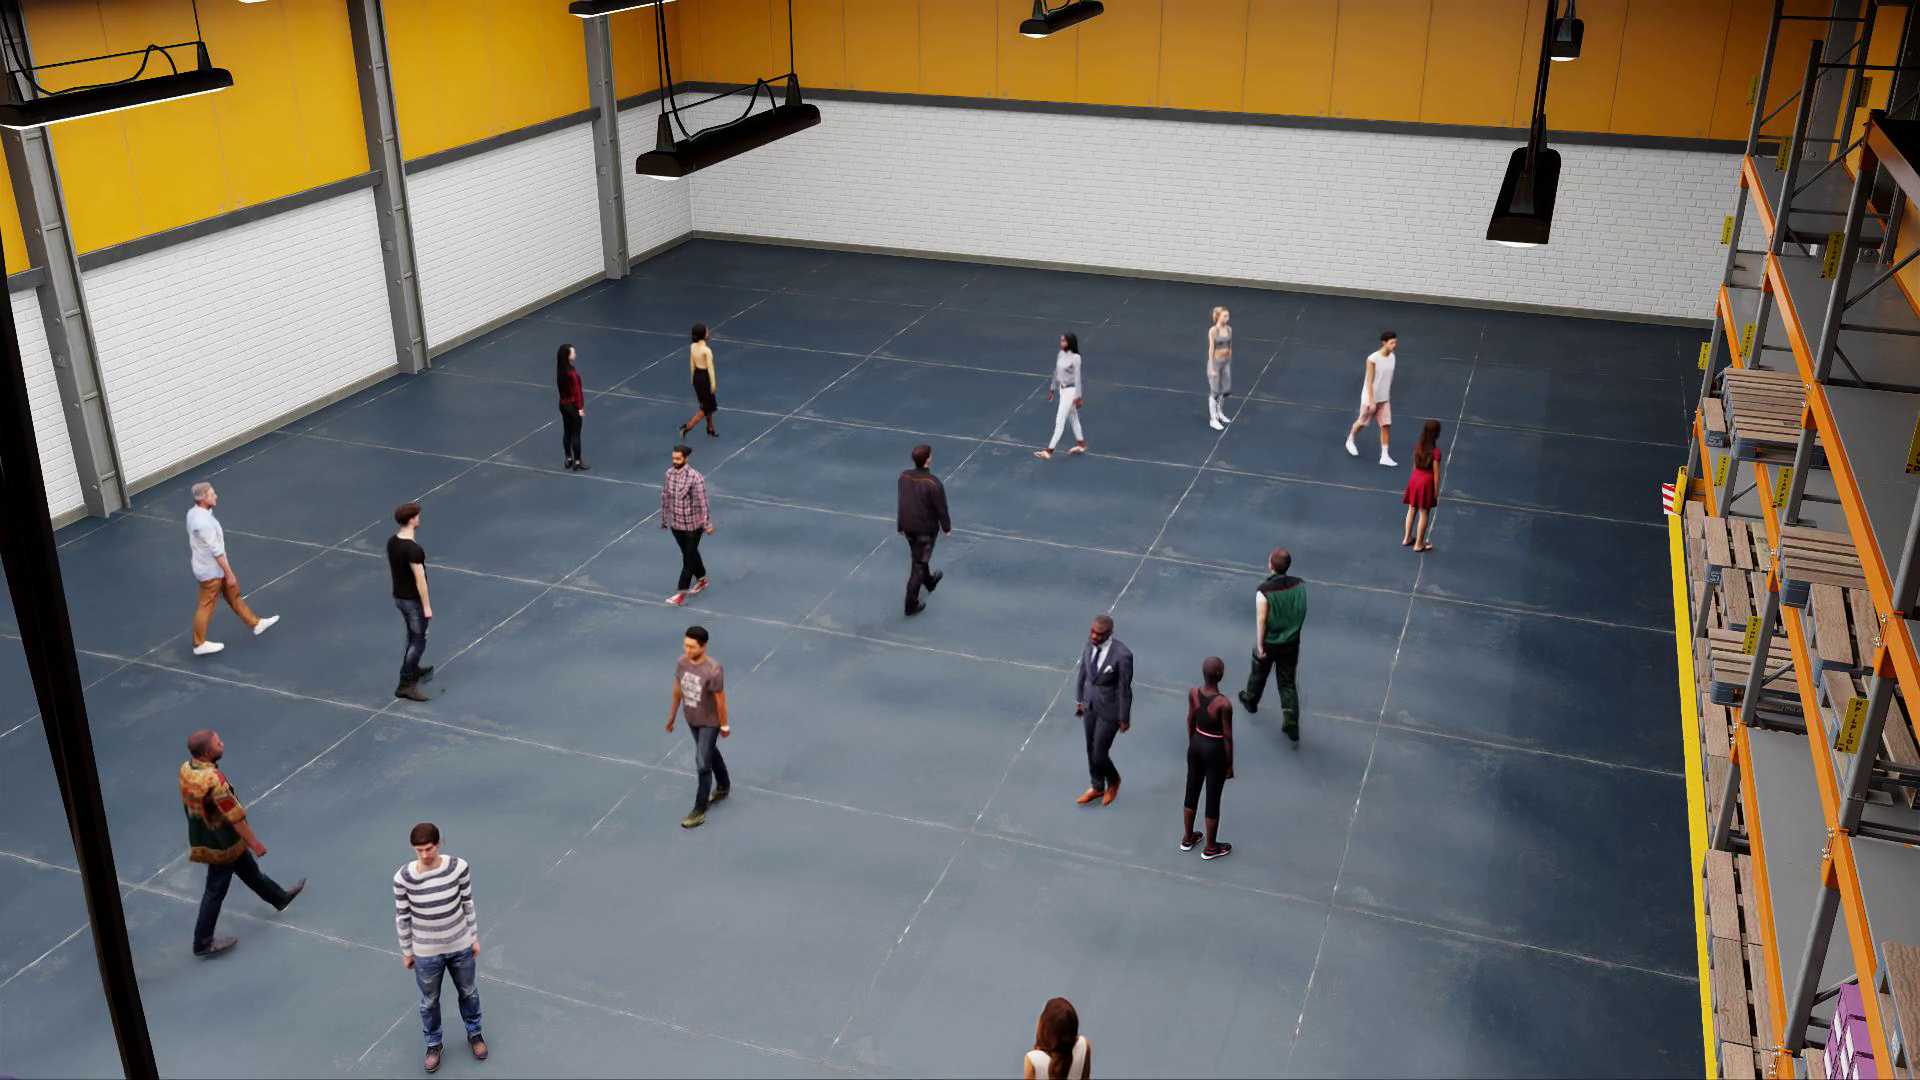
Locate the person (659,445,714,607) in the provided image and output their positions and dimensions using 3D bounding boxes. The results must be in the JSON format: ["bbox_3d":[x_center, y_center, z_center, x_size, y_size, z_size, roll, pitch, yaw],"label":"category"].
[{"bbox_3d":[-2.878,-0.210,17.843,0.885,1.739,1.105,15,28,31],"label":"person"}]

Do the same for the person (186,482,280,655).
[{"bbox_3d":[-7.559,0.319,16.576,1.221,1.785,1.102,-14,27,-30],"label":"person"}]

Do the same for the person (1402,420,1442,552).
[{"bbox_3d":[5.306,-0.639,19.061,0.737,1.551,0.676,-15,28,-31],"label":"person"}]

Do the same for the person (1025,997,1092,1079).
[{"bbox_3d":[0.556,3.380,9.573,0.662,1.785,0.719,-10,26,-22],"label":"person"}]

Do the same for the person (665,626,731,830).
[{"bbox_3d":[-2.085,1.475,13.979,0.839,1.747,1.018,19,30,37],"label":"person"}]

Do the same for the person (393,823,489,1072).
[{"bbox_3d":[-3.460,2.677,11.097,0.715,1.853,0.755,-9,25,-19],"label":"person"}]

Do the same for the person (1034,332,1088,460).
[{"bbox_3d":[1.499,-1.894,21.760,1.128,1.687,1.065,-11,26,-23],"label":"person"}]

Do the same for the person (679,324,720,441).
[{"bbox_3d":[-3.486,-2.053,22.192,0.819,1.633,1.020,21,31,39],"label":"person"}]

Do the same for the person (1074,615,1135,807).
[{"bbox_3d":[1.266,1.418,14.033,0.840,1.808,0.834,-17,29,-33],"label":"person"}]

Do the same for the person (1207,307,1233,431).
[{"bbox_3d":[3.527,-2.394,22.887,0.724,1.702,0.787,-12,26,-26],"label":"person"}]

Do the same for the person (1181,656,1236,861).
[{"bbox_3d":[1.981,1.732,13.370,0.668,1.763,0.665,-22,32,-40],"label":"person"}]

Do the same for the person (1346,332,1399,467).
[{"bbox_3d":[5.341,-1.863,21.619,1.144,1.743,1.196,-11,26,-23],"label":"person"}]

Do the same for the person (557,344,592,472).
[{"bbox_3d":[-5.006,-1.702,21.362,0.653,1.653,0.658,-22,32,-40],"label":"person"}]

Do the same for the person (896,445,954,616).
[{"bbox_3d":[-0.473,-0.076,17.465,0.934,1.795,1.182,16,28,32],"label":"person"}]

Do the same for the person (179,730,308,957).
[{"bbox_3d":[-5.507,2.256,12.178,1.275,1.759,1.032,-21,31,-39],"label":"person"}]

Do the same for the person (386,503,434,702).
[{"bbox_3d":[-5.266,0.593,15.832,1.023,1.878,0.977,-18,29,-35],"label":"person"}]

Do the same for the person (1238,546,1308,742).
[{"bbox_3d":[2.929,0.960,15.091,1.072,1.800,1.251,-6,24,-13],"label":"person"}]
